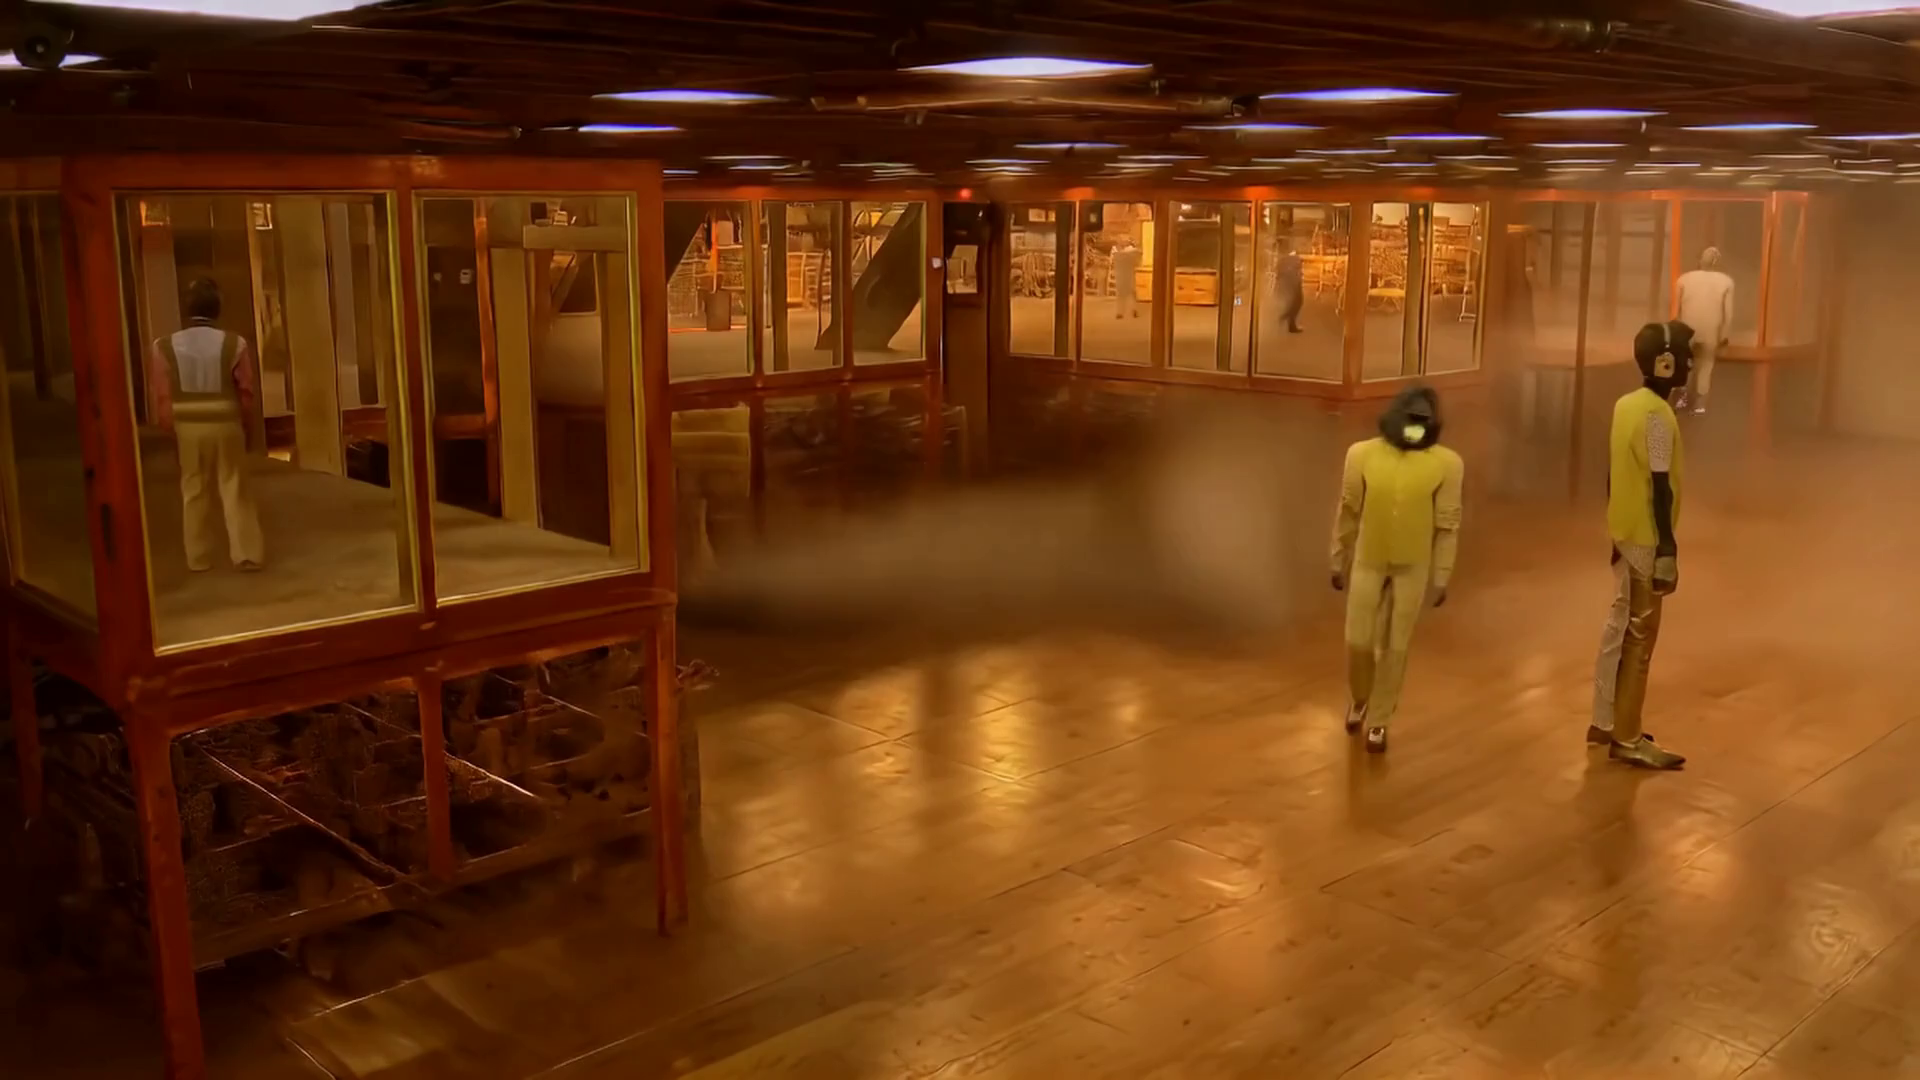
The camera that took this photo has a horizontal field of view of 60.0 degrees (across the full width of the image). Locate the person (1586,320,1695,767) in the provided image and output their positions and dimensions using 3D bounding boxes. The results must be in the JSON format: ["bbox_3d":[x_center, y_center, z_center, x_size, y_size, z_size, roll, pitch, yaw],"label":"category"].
[{"bbox_3d":[2.889,0.015,6.994,0.319,1.871,0.532,0,11,0],"label":"person"}]

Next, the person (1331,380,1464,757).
[{"bbox_3d":[1.836,0.127,7.031,0.521,1.612,0.346,3,12,16],"label":"person"}]

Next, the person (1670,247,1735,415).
[{"bbox_3d":[8.460,-2.385,18.971,0.674,1.880,0.723,5,13,25],"label":"person"}]
